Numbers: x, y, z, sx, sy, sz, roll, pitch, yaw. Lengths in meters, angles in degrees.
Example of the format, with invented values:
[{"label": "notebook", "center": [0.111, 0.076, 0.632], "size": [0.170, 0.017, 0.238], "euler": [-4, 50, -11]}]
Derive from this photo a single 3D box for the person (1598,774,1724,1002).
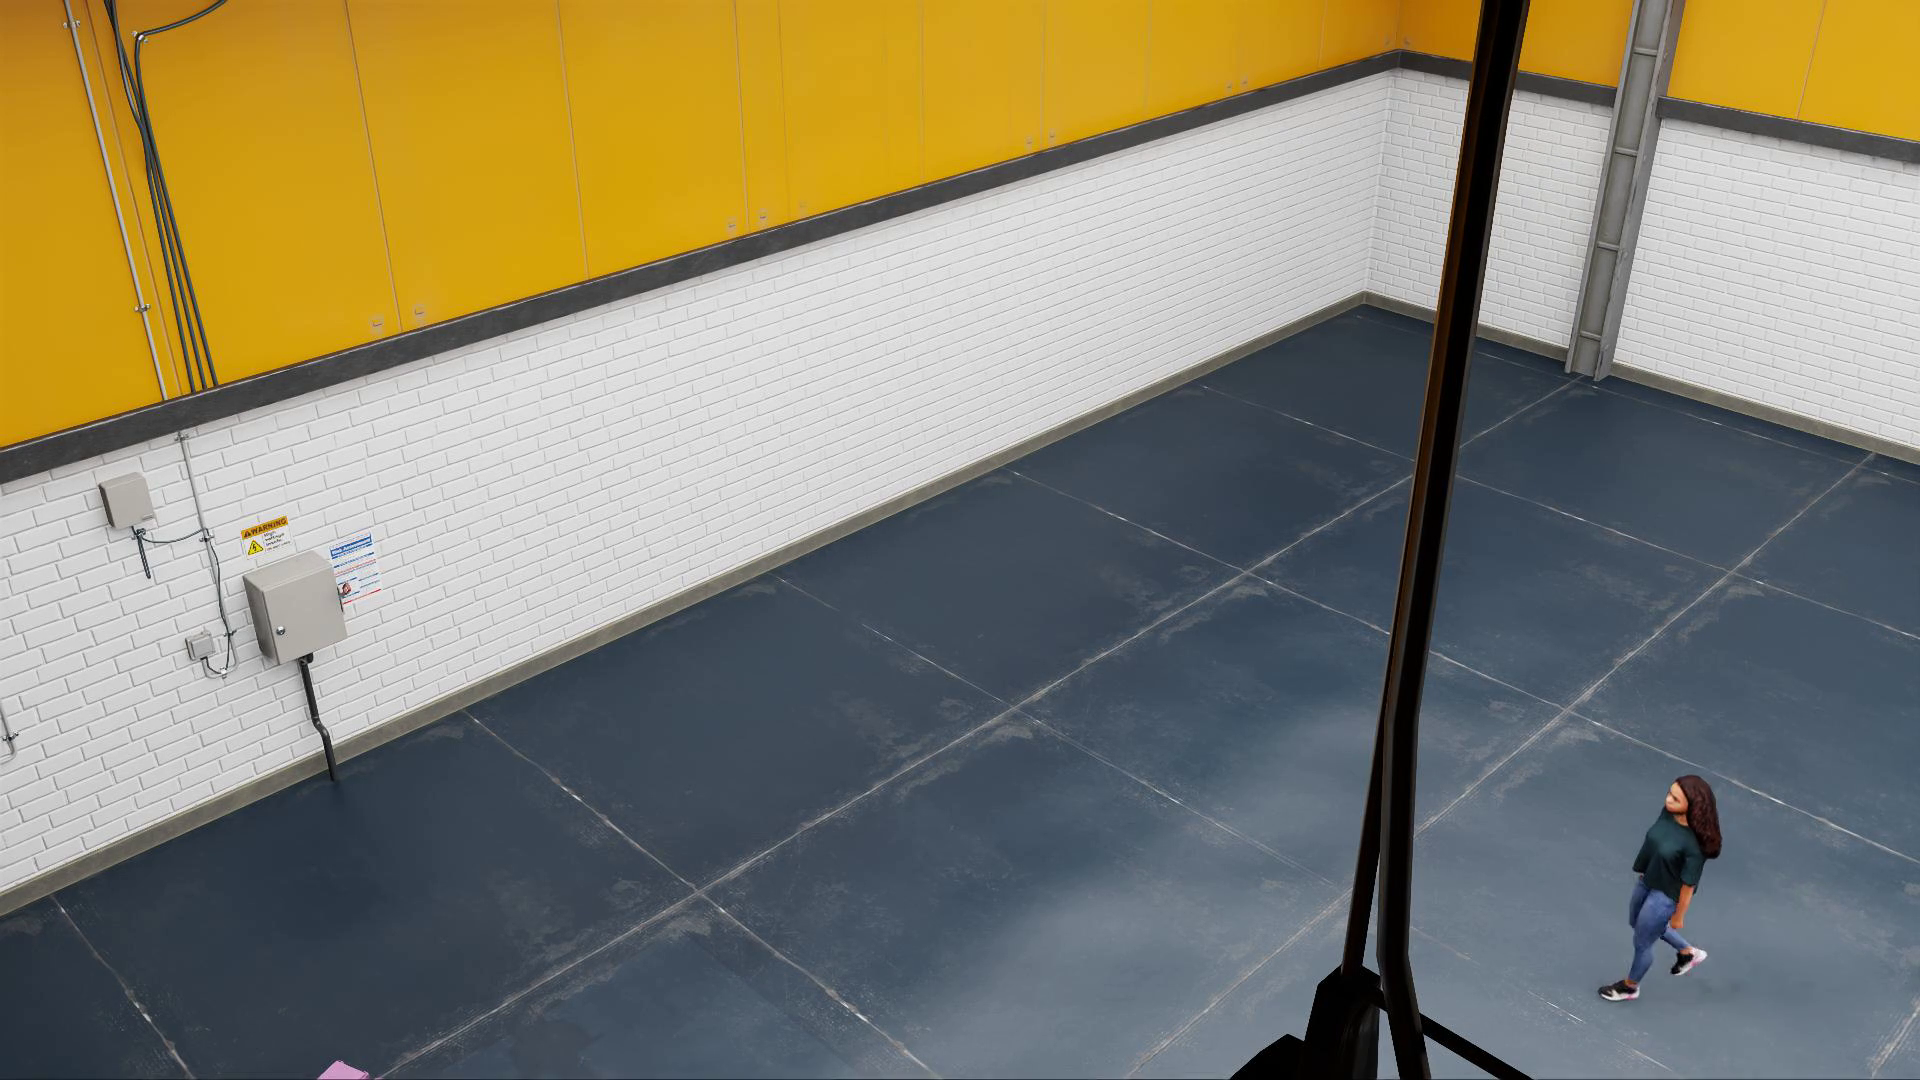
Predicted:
[{"label": "person", "center": [4.154, 2.029, 9.654], "size": [0.944, 1.608, 0.895], "euler": [-1, 29, -2]}]
